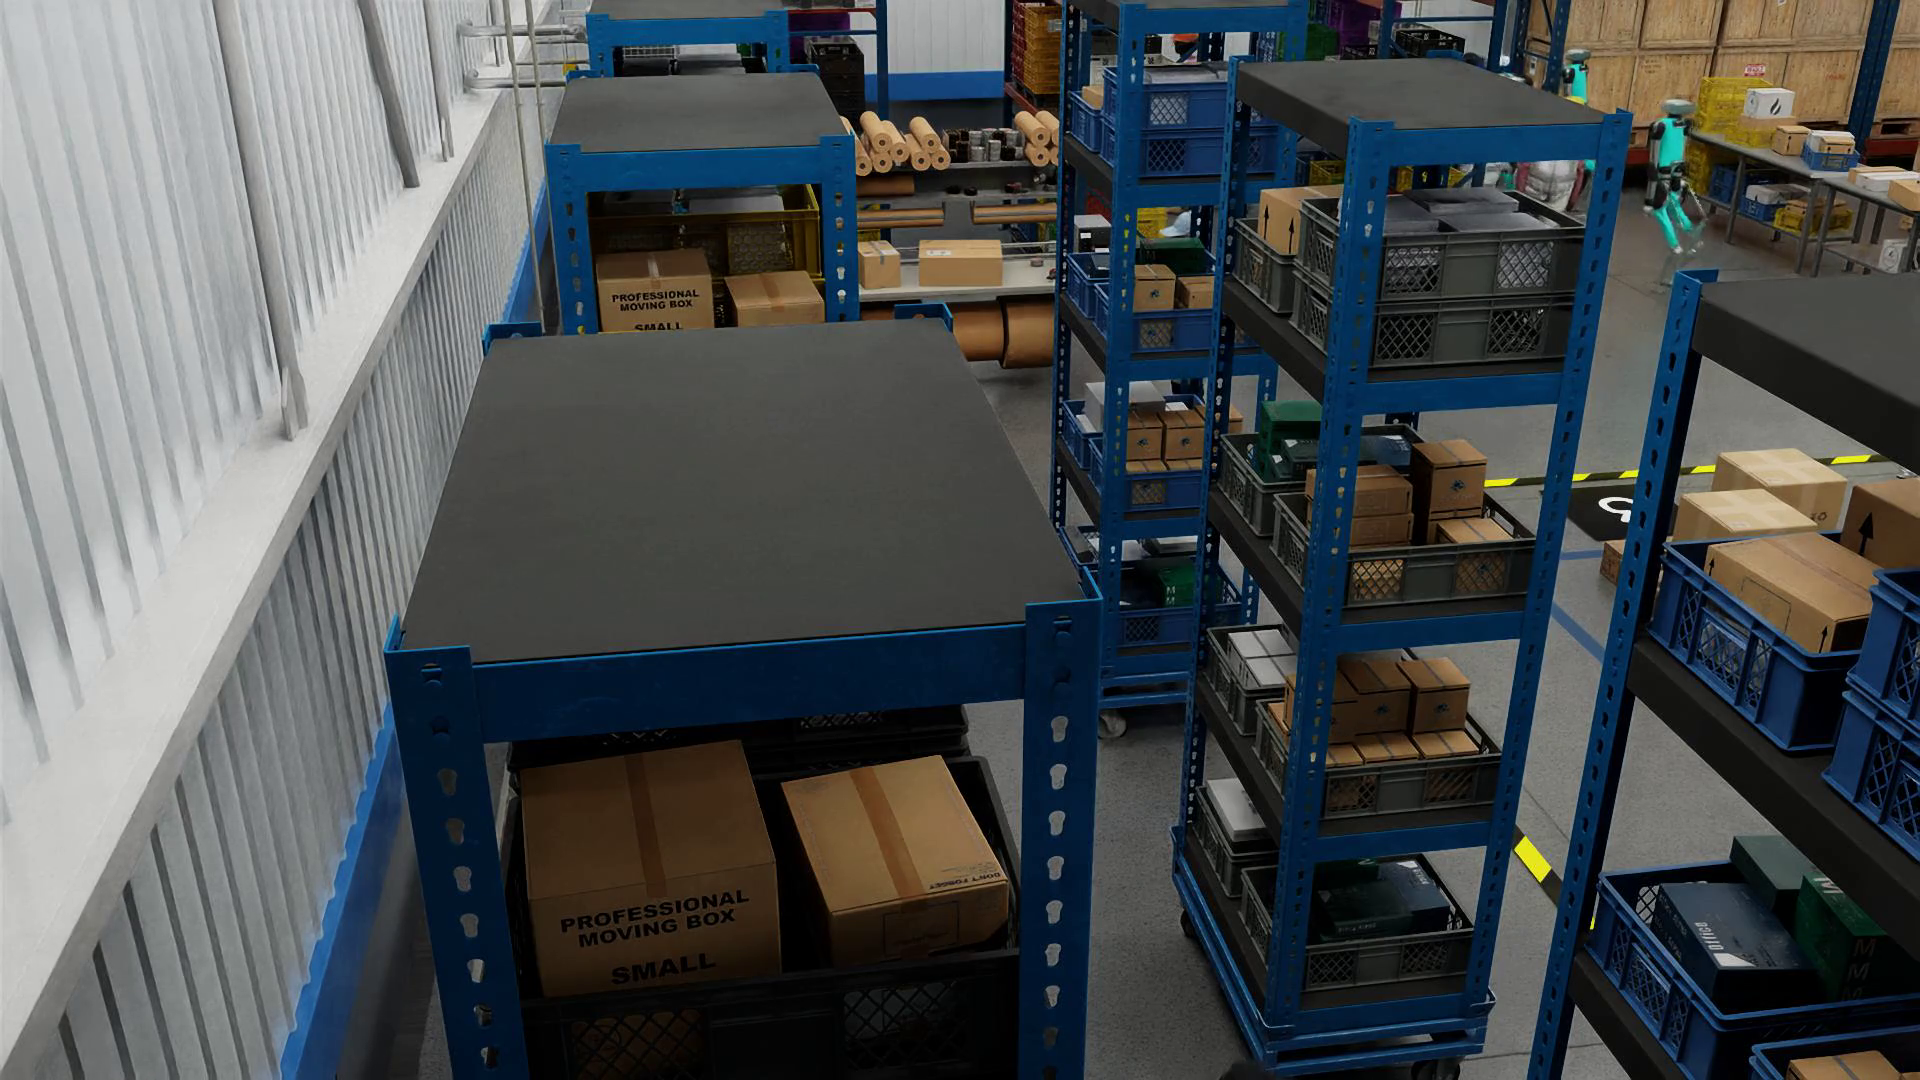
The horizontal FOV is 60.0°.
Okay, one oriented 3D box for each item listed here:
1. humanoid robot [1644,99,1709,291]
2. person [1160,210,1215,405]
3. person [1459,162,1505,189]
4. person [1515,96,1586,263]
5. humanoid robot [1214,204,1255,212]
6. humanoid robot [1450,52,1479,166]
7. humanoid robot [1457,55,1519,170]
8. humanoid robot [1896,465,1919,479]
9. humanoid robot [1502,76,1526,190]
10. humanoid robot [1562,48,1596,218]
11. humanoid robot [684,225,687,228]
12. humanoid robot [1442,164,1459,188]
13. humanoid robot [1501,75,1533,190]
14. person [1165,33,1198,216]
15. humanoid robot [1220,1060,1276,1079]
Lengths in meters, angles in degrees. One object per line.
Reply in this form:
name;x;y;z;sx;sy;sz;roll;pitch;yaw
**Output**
humanoid robot;6.641;-3.124;15.363;0.532;1.795;0.708;-17;30;-33
person;1.510;-1.310;11.250;0.398;1.851;0.593;-5;25;-10
person;5.028;-3.469;15.950;0.583;1.858;0.848;-11;27;-23
person;5.525;-3.289;15.621;0.602;1.792;0.694;7;26;15
humanoid robot;3.038;-4.397;18.182;0.450;1.667;0.599;-7;26;-15
humanoid robot;5.696;-4.650;18.725;0.526;1.642;0.598;9;26;18
humanoid robot;5.569;-4.367;17.962;0.537;1.741;0.660;-10;27;-21
humanoid robot;6.425;-1.142;10.869;0.735;1.672;0.533;-11;27;-22
humanoid robot;5.470;-3.828;16.814;0.582;1.750;0.714;13;28;26
humanoid robot;6.903;-4.412;18.166;0.830;1.796;0.556;17;30;33
humanoid robot;-2.322;-2.993;15.101;0.599;1.657;0.315;-1;25;-1
humanoid robot;5.135;-3.759;16.803;0.598;1.635;0.313;16;29;32
humanoid robot;5.760;-3.970;17.239;0.344;1.656;0.585;13;28;27
person;2.414;-4.577;18.122;0.366;2.048;0.606;22;33;39
humanoid robot;0.658;2.001;4.280;0.596;1.638;0.637;3;25;5
